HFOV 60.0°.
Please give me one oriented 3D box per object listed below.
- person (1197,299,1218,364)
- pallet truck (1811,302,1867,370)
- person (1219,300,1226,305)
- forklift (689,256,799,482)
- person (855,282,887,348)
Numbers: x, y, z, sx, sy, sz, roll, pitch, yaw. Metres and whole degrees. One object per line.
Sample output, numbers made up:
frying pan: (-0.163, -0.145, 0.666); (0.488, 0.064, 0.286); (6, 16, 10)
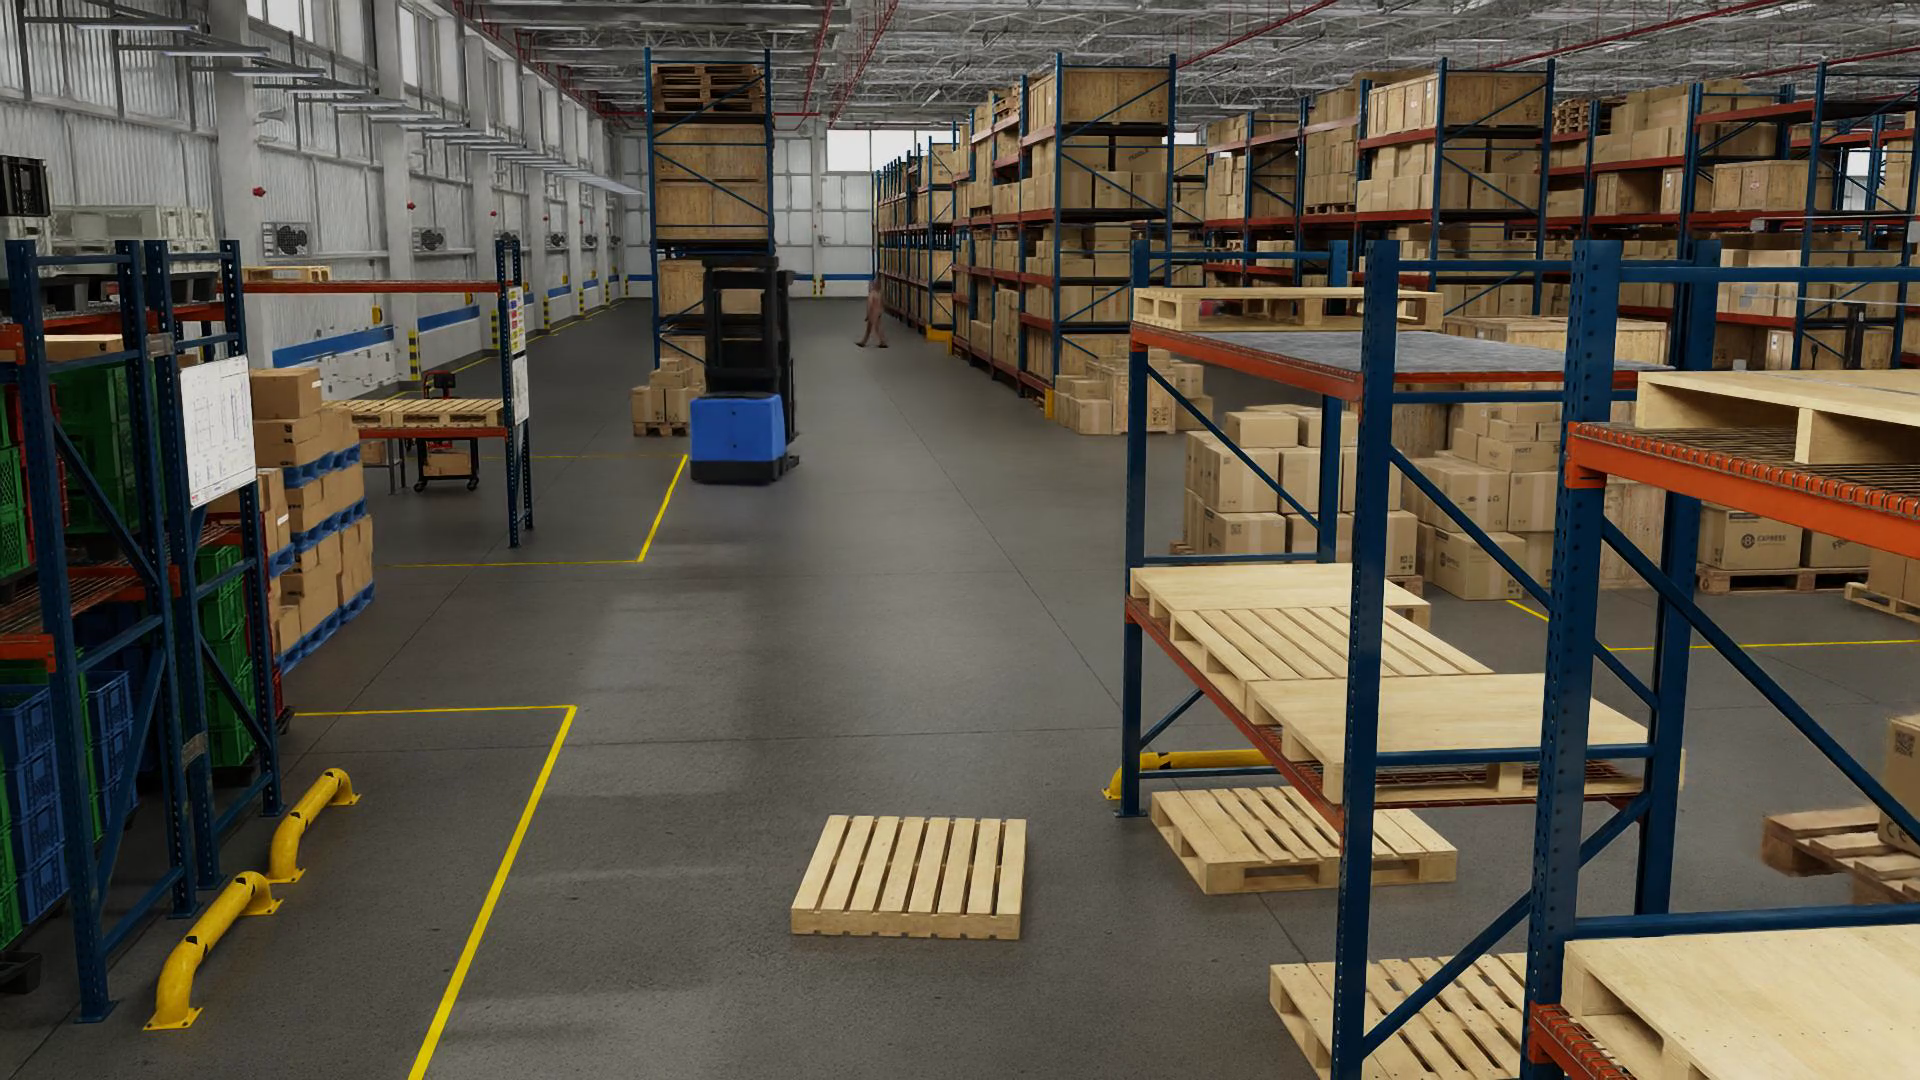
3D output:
person: (5.981, -5.209, 40.724); (0.645, 1.823, 0.456); (-1, 10, -8)
pallet truck: (15.846, -3.142, 28.793); (1.885, 1.965, 0.823); (2, 10, 12)
person: (7.867, -6.767, 49.919); (0.641, 1.616, 0.521); (-3, 11, -14)
forklift: (-2.776, -2.217, 21.220); (1.129, 2.768, 1.873); (1, 10, 3)
person: (-2.496, -6.362, 47.032); (0.986, 1.852, 0.664); (2, 10, 13)
